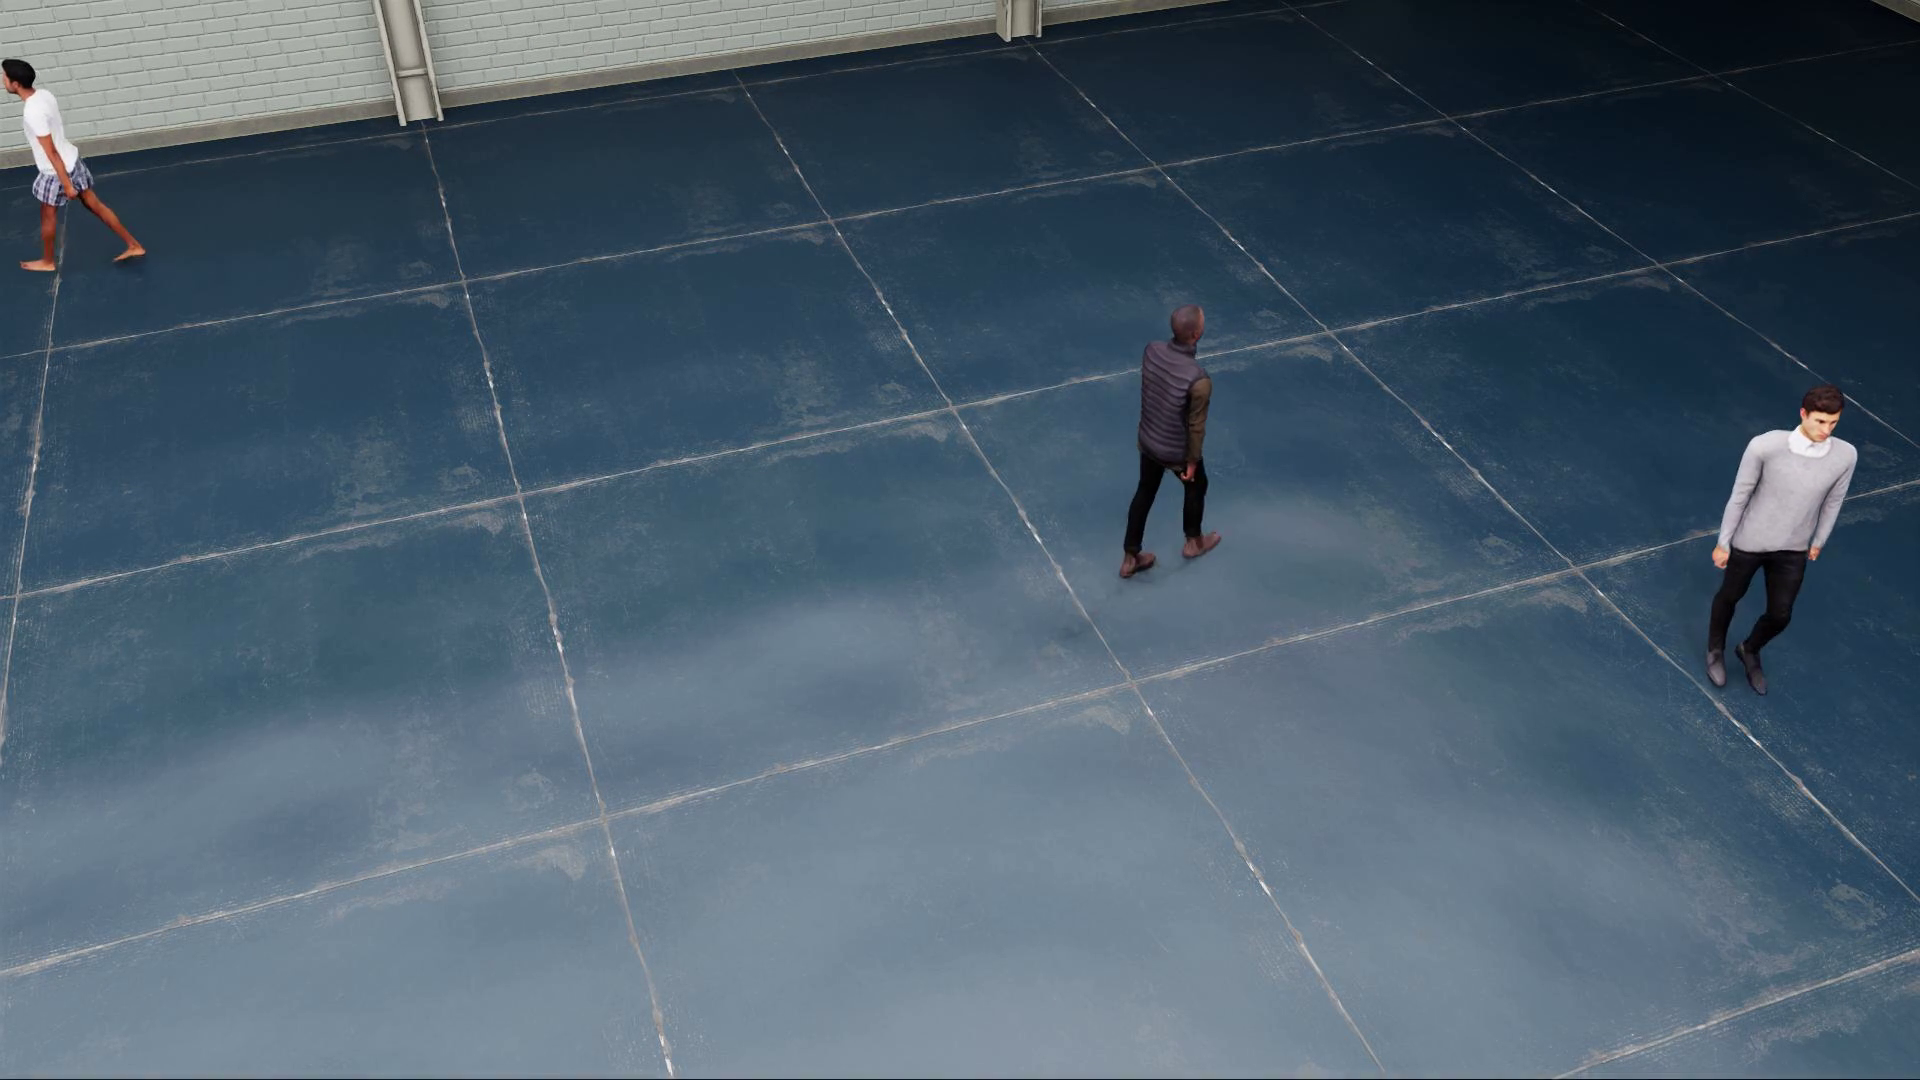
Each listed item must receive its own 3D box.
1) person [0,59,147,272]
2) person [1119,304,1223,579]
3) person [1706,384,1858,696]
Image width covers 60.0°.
[{"bbox_3d":[-6.784,-2.830,12.715,1.186,1.680,0.791,-6,38,-7],"label":"person"},{"bbox_3d":[1.147,-0.519,9.660,1.055,1.806,0.899,-28,46,-31],"label":"person"},{"bbox_3d":[4.360,-0.067,8.995,0.808,1.912,0.912,8,39,10],"label":"person"}]
